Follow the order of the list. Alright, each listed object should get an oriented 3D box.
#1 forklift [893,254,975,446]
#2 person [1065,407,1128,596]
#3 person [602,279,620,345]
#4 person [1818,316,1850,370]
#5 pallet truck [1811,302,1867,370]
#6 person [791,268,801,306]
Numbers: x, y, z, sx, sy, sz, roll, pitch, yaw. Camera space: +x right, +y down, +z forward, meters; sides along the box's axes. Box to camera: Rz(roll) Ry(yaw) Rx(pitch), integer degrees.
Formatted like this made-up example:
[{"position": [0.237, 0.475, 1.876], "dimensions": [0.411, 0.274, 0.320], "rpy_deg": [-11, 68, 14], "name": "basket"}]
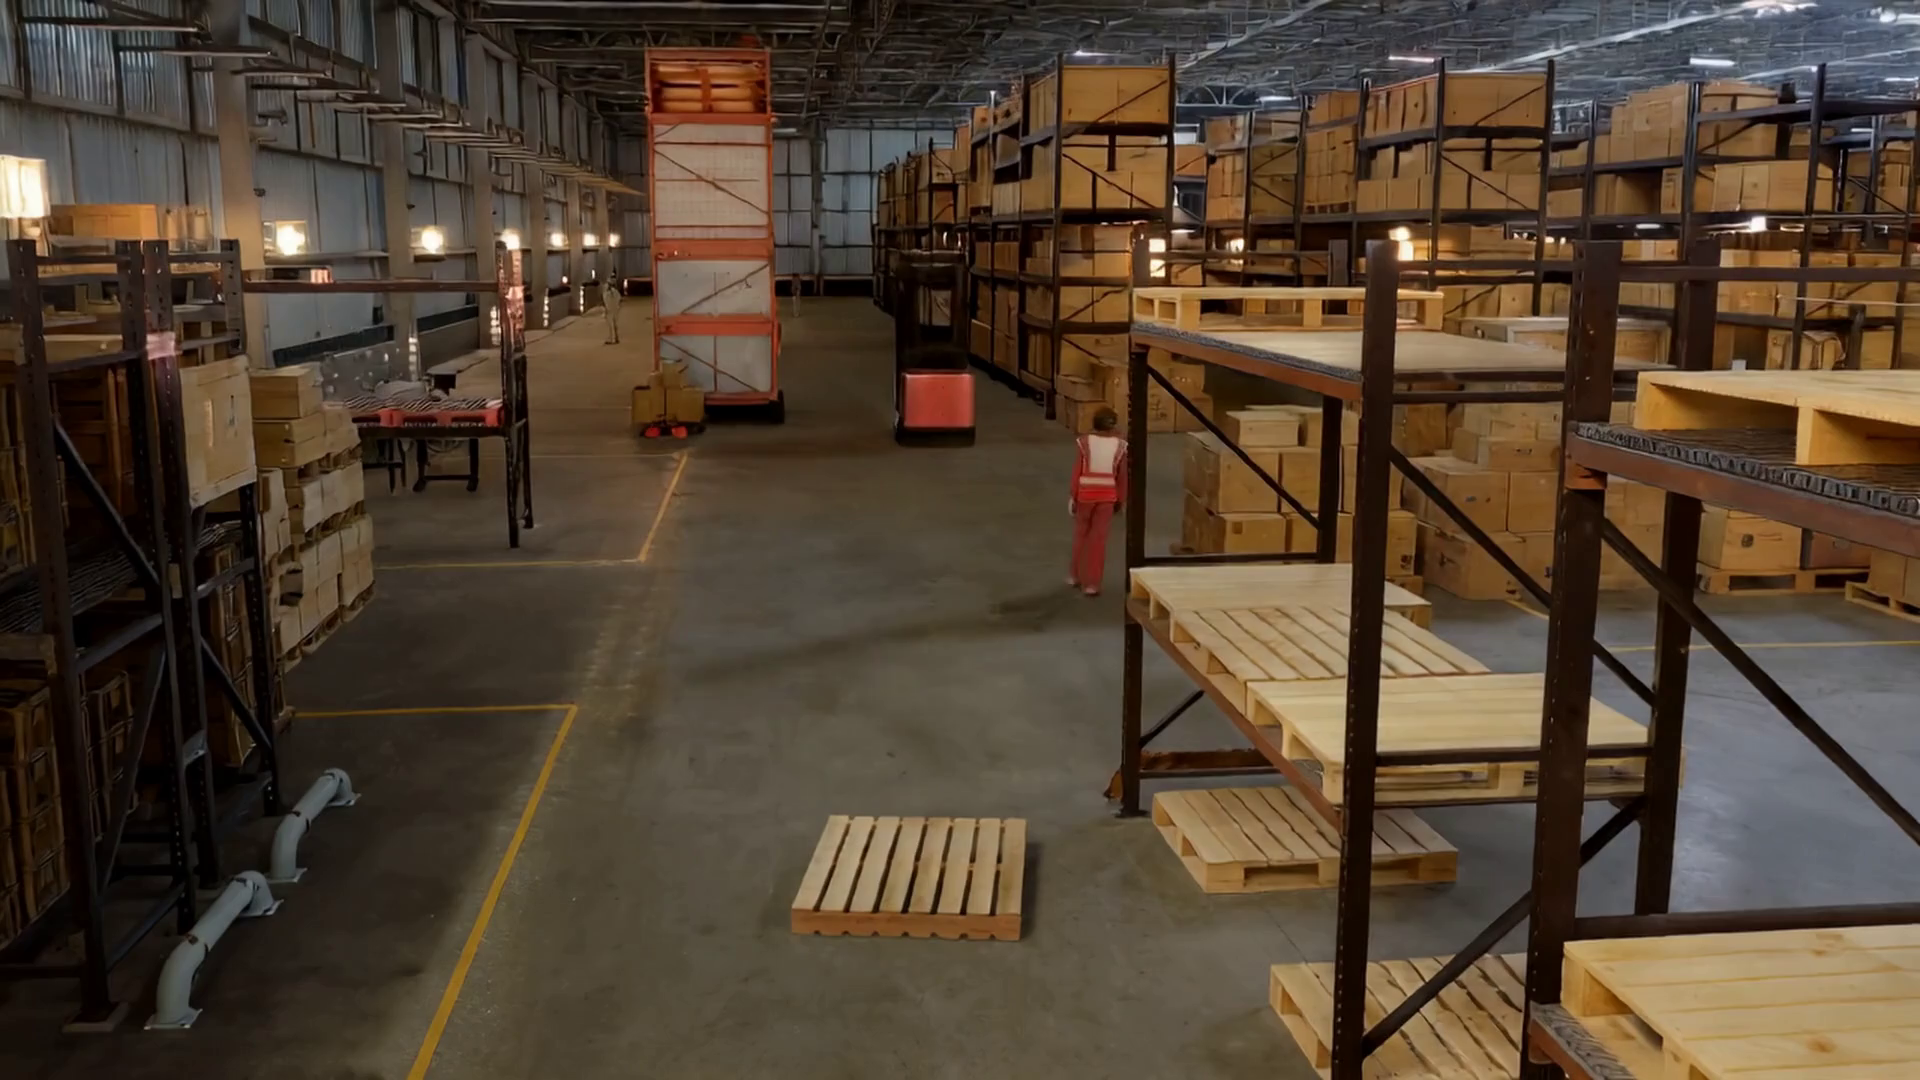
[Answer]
[{"position": [-0.396, -2.885, 24.918], "dimensions": [1.129, 2.768, 1.873], "rpy_deg": [-1, 10, -6], "name": "forklift"}, {"position": [1.163, -0.345, 14.355], "dimensions": [0.534, 1.600, 0.749], "rpy_deg": [-1, 10, -7], "name": "person"}, {"position": [-10.160, -6.626, 48.334], "dimensions": [0.410, 1.913, 0.651], "rpy_deg": [6, 12, 30], "name": "person"}, {"position": [13.061, -2.399, 24.925], "dimensions": [0.587, 1.911, 0.397], "rpy_deg": [-10, 14, -43], "name": "person"}, {"position": [15.846, -3.142, 28.793], "dimensions": [1.885, 1.965, 0.823], "rpy_deg": [2, 10, 12], "name": "pallet truck"}, {"position": [-7.596, -11.708, 76.959], "dimensions": [0.487, 1.746, 0.289], "rpy_deg": [-1, 10, -8], "name": "person"}]
